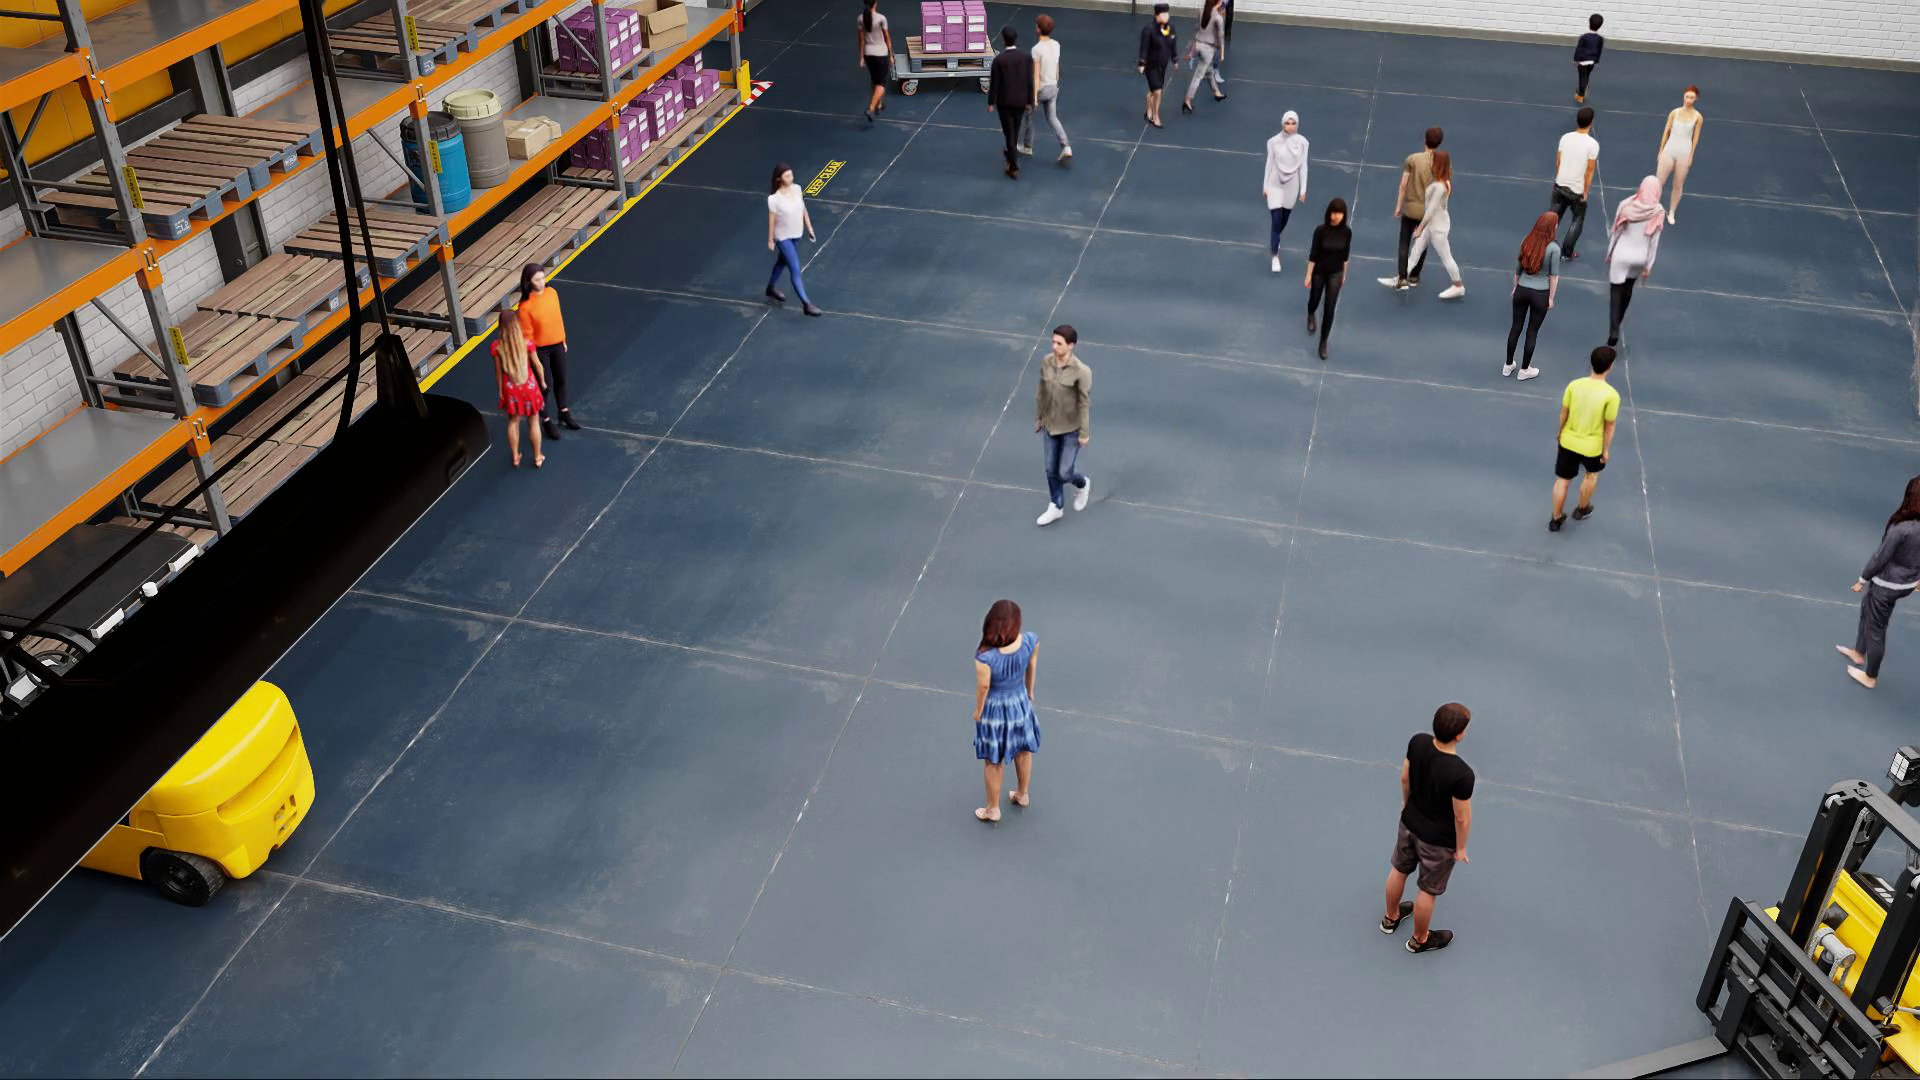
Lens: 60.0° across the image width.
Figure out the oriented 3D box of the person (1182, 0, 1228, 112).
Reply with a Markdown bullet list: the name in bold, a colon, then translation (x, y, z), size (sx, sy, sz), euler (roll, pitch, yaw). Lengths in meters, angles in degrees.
- **person**: translation (3.328, -6.689, 22.971), size (1.137, 1.618, 1.051), euler (-22, 39, -29)

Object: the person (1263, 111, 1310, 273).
- **person**: translation (3.653, -3.986, 18.791), size (0.777, 1.742, 1.170), euler (2, 34, 3)

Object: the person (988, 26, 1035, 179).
- **person**: translation (0.677, -5.477, 20.935), size (1.025, 1.852, 1.146), euler (-10, 35, -14)

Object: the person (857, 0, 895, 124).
- **person**: translation (-1.165, -6.560, 22.681), size (0.780, 1.723, 1.122), euler (15, 36, 21)

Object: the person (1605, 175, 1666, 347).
- **person**: translation (6.846, -2.829, 17.023), size (0.614, 1.772, 1.111), euler (8, 34, 12)

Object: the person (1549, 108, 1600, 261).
- **person**: translation (6.792, -3.913, 18.649), size (0.889, 1.778, 0.808), euler (-29, 43, -36)

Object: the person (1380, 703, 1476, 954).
- **person**: translation (2.838, 1.731, 10.083), size (0.807, 1.861, 0.761), euler (-20, 39, -27)

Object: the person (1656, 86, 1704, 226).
- **person**: translation (8.526, -4.588, 19.786), size (0.576, 1.644, 0.532), euler (14, 36, 20)

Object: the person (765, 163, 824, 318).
- **person**: translation (-1.899, -3.216, 17.729), size (0.901, 1.635, 1.114), euler (20, 39, 27)

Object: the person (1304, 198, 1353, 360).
- **person**: translation (3.737, -2.745, 17.041), size (0.699, 1.613, 1.093), euler (3, 34, 5)

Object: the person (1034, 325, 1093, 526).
- **person**: translation (0.939, -0.994, 14.193), size (0.899, 1.850, 0.976), euler (27, 42, 34)

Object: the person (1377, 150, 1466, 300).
- **person**: translation (5.217, -3.343, 17.896), size (0.742, 1.662, 1.136), euler (5, 34, 8)

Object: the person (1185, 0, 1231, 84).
- **person**: translation (3.632, -7.455, 24.132), size (0.773, 1.608, 0.860), euler (14, 36, 20)

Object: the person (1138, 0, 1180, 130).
- **person**: translation (2.627, -6.470, 22.602), size (0.900, 1.660, 0.963), euler (-19, 38, -26)

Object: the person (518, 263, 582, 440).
- **person**: translation (-3.860, -1.777, 15.462), size (0.743, 1.748, 0.598), euler (20, 39, 27)

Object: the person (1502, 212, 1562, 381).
- **person**: translation (5.650, -2.416, 16.430), size (0.673, 1.742, 0.684), euler (29, 43, 36)

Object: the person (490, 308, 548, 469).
- **person**: translation (-3.943, -1.337, 14.945), size (0.676, 1.589, 0.680), euler (-3, 34, -4)

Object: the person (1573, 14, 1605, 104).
- **person**: translation (8.884, -6.786, 23.481), size (0.629, 1.213, 0.724), euler (-5, 34, -7)

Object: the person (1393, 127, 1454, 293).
- **person**: translation (4.974, -3.552, 18.055), size (0.700, 1.835, 0.995), euler (9, 35, 13)

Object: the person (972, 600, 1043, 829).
- **person**: translation (0.293, 1.144, 11.015), size (0.735, 1.806, 0.808), euler (-20, 38, -27)

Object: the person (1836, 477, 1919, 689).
- **person**: translation (6.942, 0.355, 12.248), size (0.809, 1.757, 0.867), euler (-15, 36, -21)

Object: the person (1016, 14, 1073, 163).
- **person**: translation (1.139, -5.733, 21.312), size (1.240, 1.861, 1.161), euler (-26, 42, -34)

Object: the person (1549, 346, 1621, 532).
- **person**: translation (5.240, -0.811, 14.056), size (0.811, 1.696, 0.890), euler (23, 40, 31)
